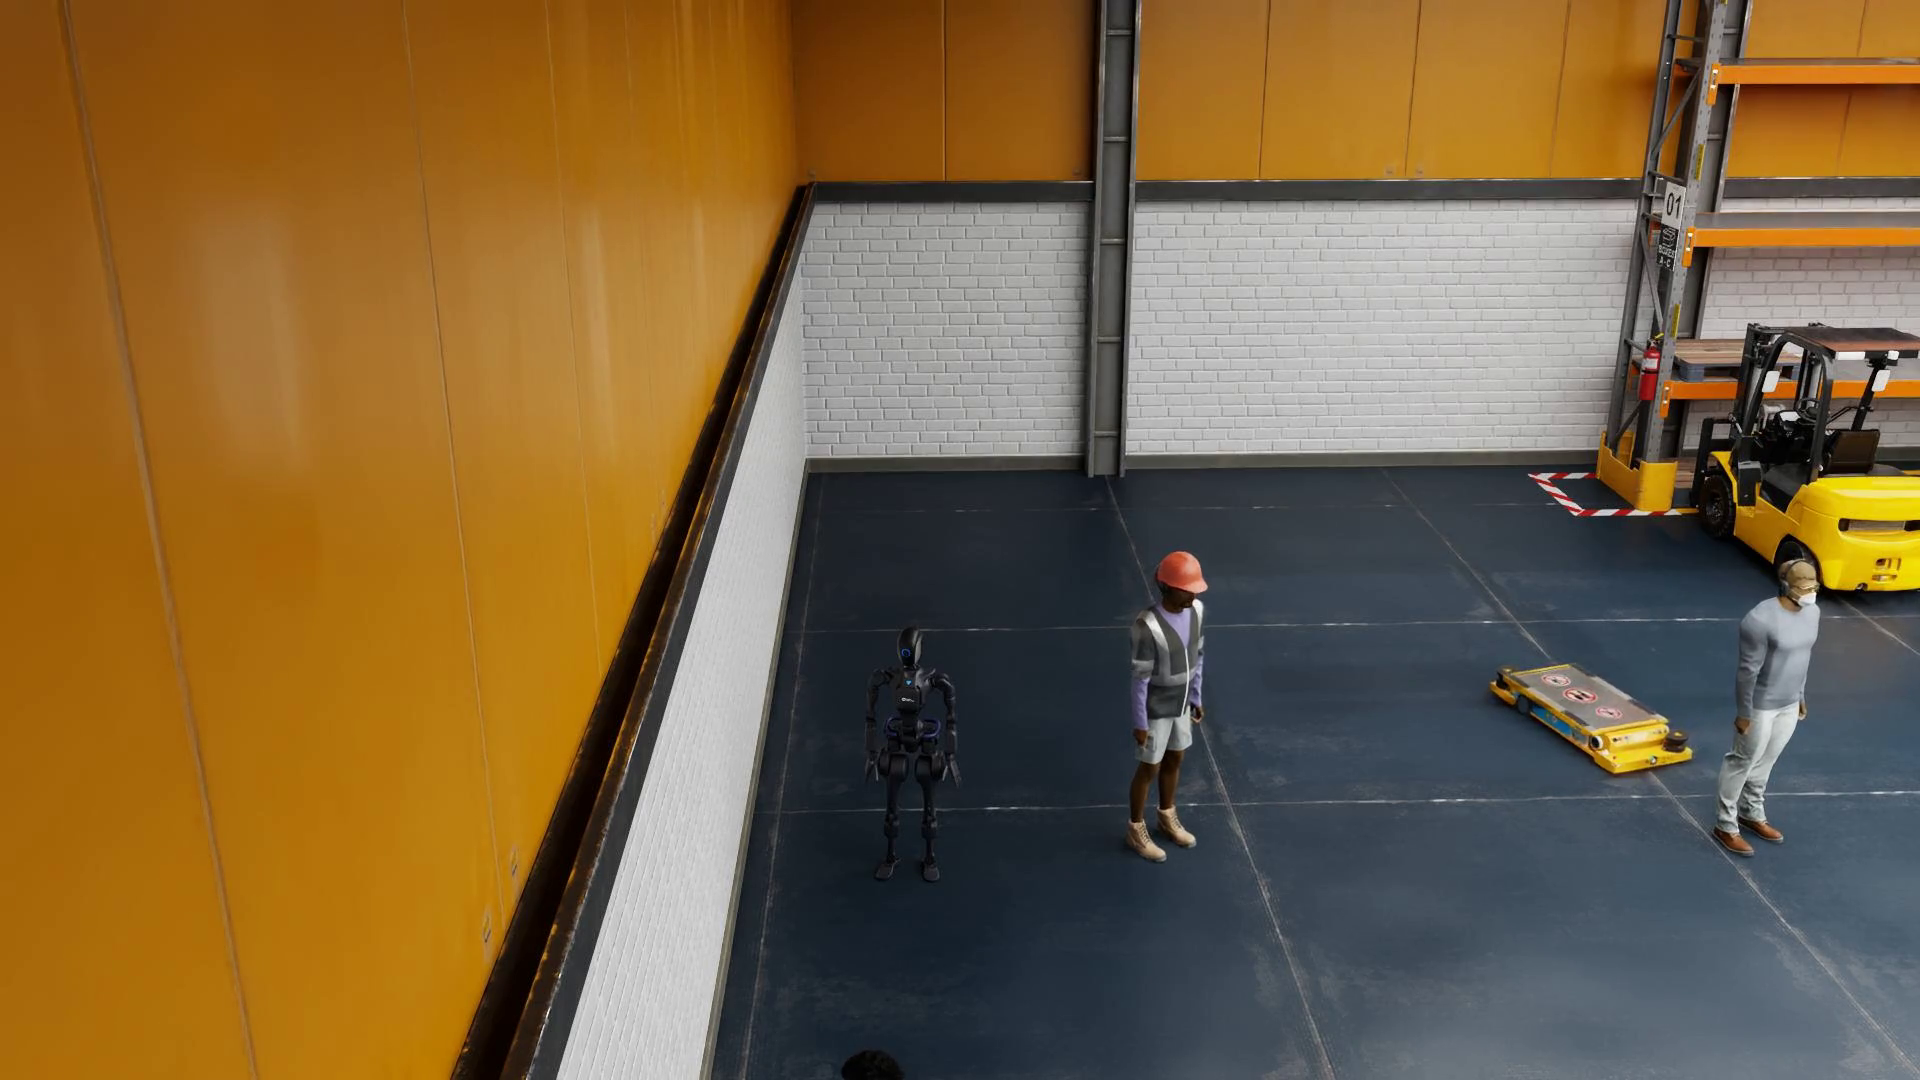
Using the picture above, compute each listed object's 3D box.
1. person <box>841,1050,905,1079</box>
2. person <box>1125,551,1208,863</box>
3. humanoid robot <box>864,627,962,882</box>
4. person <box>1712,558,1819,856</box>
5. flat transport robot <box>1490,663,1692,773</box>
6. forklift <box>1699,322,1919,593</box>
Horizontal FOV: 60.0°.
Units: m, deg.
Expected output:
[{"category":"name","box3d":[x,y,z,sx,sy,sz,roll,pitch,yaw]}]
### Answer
[{"category":"person","box3d":[-0.269,2.655,6.318,0.331,1.686,0.534,-2,20,-4]},{"category":"person","box3d":[1.300,1.020,10.251,0.601,2.035,0.415,-18,27,-39]},{"category":"humanoid robot","box3d":[-0.283,1.289,10.006,0.599,1.657,0.315,2,20,6]},{"category":"person","box3d":[5.055,1.021,10.375,0.627,1.940,0.370,-11,23,-27]},{"category":"flat transport robot","box3d":[4.572,1.266,12.122,0.659,0.231,1.431,-7,21,-17]},{"category":"forklift","box3d":[7.809,-0.792,14.926,1.214,2.155,2.313,-1,20,-2]}]
